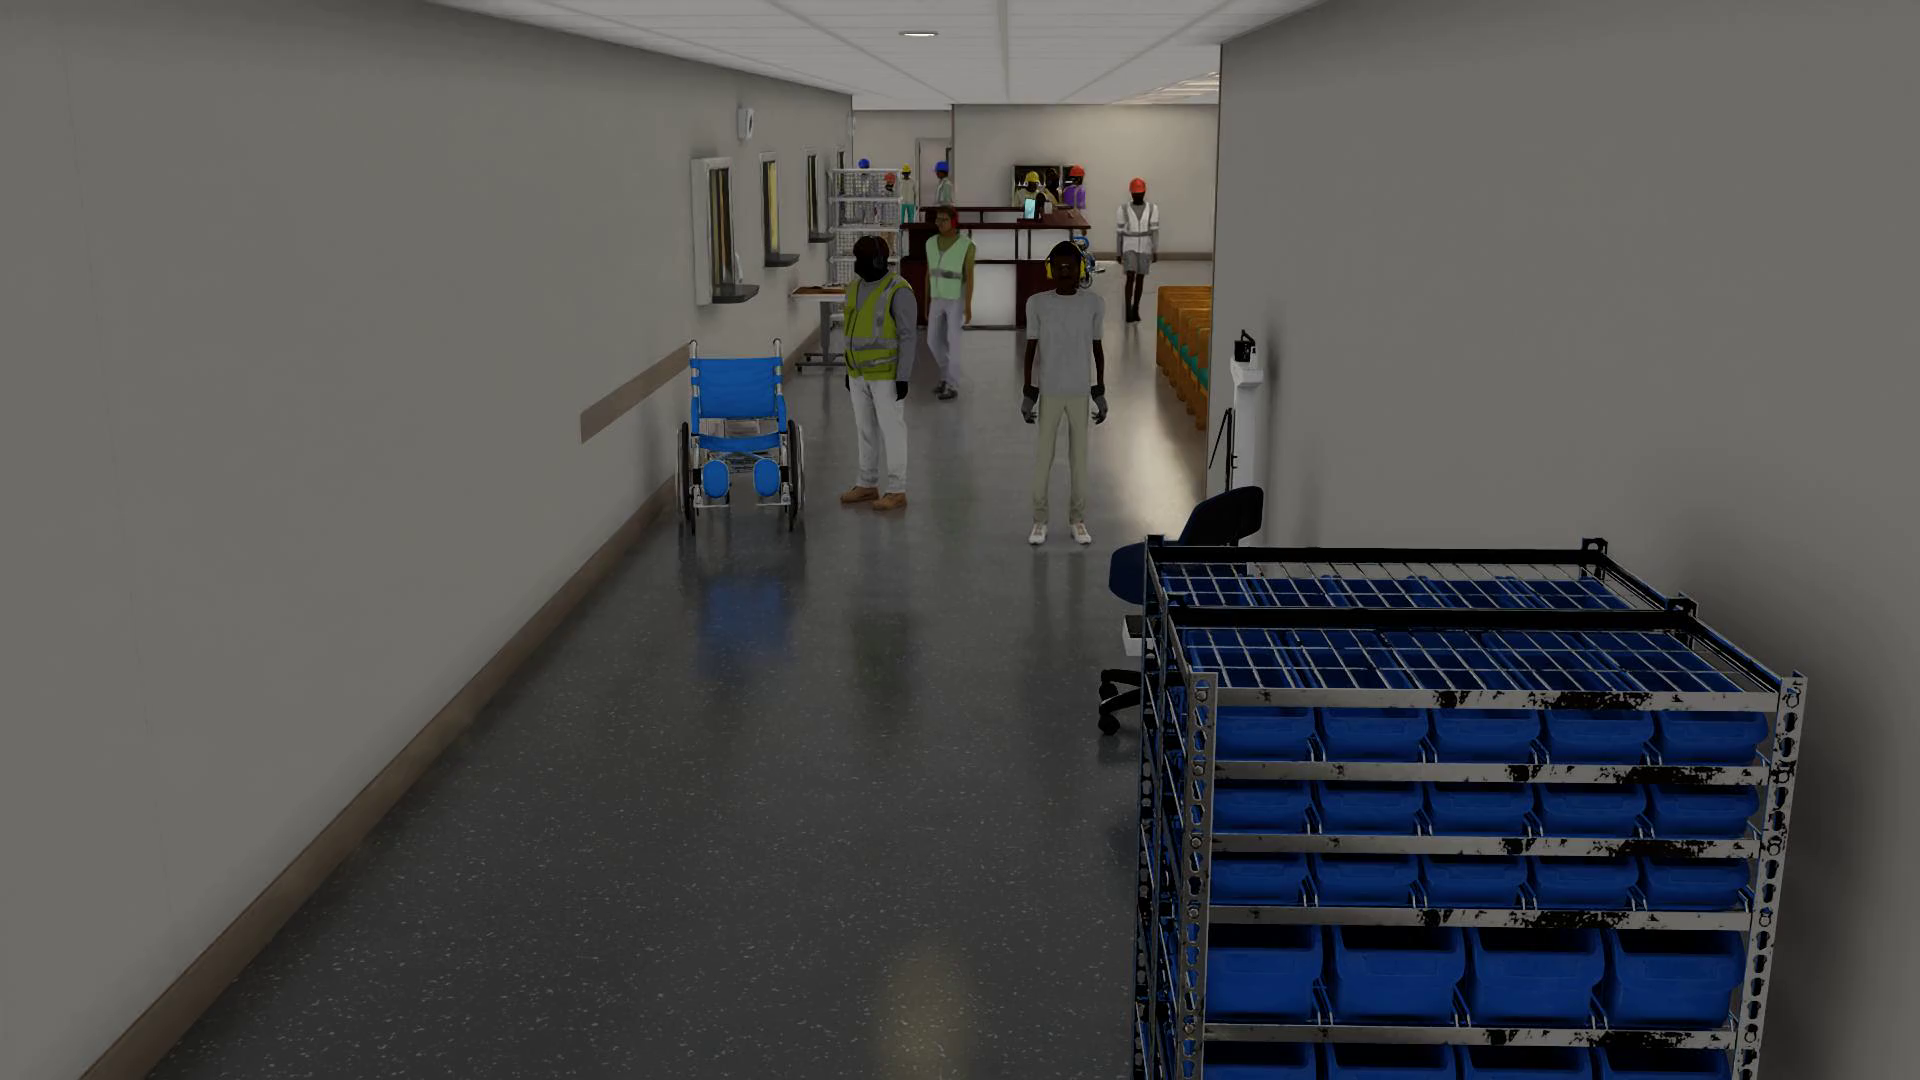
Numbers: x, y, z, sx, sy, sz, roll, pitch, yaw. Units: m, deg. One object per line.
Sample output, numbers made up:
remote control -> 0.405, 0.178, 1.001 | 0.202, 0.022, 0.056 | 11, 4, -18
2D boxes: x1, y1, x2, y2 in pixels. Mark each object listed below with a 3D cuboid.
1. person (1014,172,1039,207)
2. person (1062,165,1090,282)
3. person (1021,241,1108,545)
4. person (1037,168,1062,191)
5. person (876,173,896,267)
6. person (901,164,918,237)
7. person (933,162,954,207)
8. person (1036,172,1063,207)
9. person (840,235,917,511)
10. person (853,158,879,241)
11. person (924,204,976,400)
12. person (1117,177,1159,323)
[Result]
person -> 1.208, -5.437, 28.751 | 0.593, 1.826, 0.404 | -6, 15, -21
person -> 1.952, -5.316, 28.013 | 0.366, 1.939, 0.542 | -10, 17, -34
person -> 0.644, -0.892, 10.198 | 0.538, 1.869, 0.312 | -1, 14, -2
person -> 1.598, -5.726, 29.853 | 0.502, 1.858, 0.339 | 6, 15, 22
person -> -1.332, -6.011, 31.231 | 0.334, 1.743, 0.560 | 12, 18, 39
person -> -1.209, -7.586, 37.582 | 0.535, 1.767, 0.315 | -2, 14, -8
person -> -0.313, -6.131, 31.341 | 0.412, 1.937, 0.629 | -2, 14, -7
person -> 1.531, -5.275, 28.085 | 0.433, 1.836, 0.617 | 12, 18, 40
person -> -0.572, -1.122, 11.200 | 0.429, 1.839, 0.633 | -13, 19, -42
person -> -1.970, -6.905, 34.444 | 0.605, 1.948, 0.389 | 5, 15, 18
person -> -0.108, -2.271, 15.871 | 0.588, 1.847, 0.449 | 10, 17, 35
person -> 2.374, -3.844, 22.116 | 0.543, 1.905, 0.737 | -1, 14, -3
